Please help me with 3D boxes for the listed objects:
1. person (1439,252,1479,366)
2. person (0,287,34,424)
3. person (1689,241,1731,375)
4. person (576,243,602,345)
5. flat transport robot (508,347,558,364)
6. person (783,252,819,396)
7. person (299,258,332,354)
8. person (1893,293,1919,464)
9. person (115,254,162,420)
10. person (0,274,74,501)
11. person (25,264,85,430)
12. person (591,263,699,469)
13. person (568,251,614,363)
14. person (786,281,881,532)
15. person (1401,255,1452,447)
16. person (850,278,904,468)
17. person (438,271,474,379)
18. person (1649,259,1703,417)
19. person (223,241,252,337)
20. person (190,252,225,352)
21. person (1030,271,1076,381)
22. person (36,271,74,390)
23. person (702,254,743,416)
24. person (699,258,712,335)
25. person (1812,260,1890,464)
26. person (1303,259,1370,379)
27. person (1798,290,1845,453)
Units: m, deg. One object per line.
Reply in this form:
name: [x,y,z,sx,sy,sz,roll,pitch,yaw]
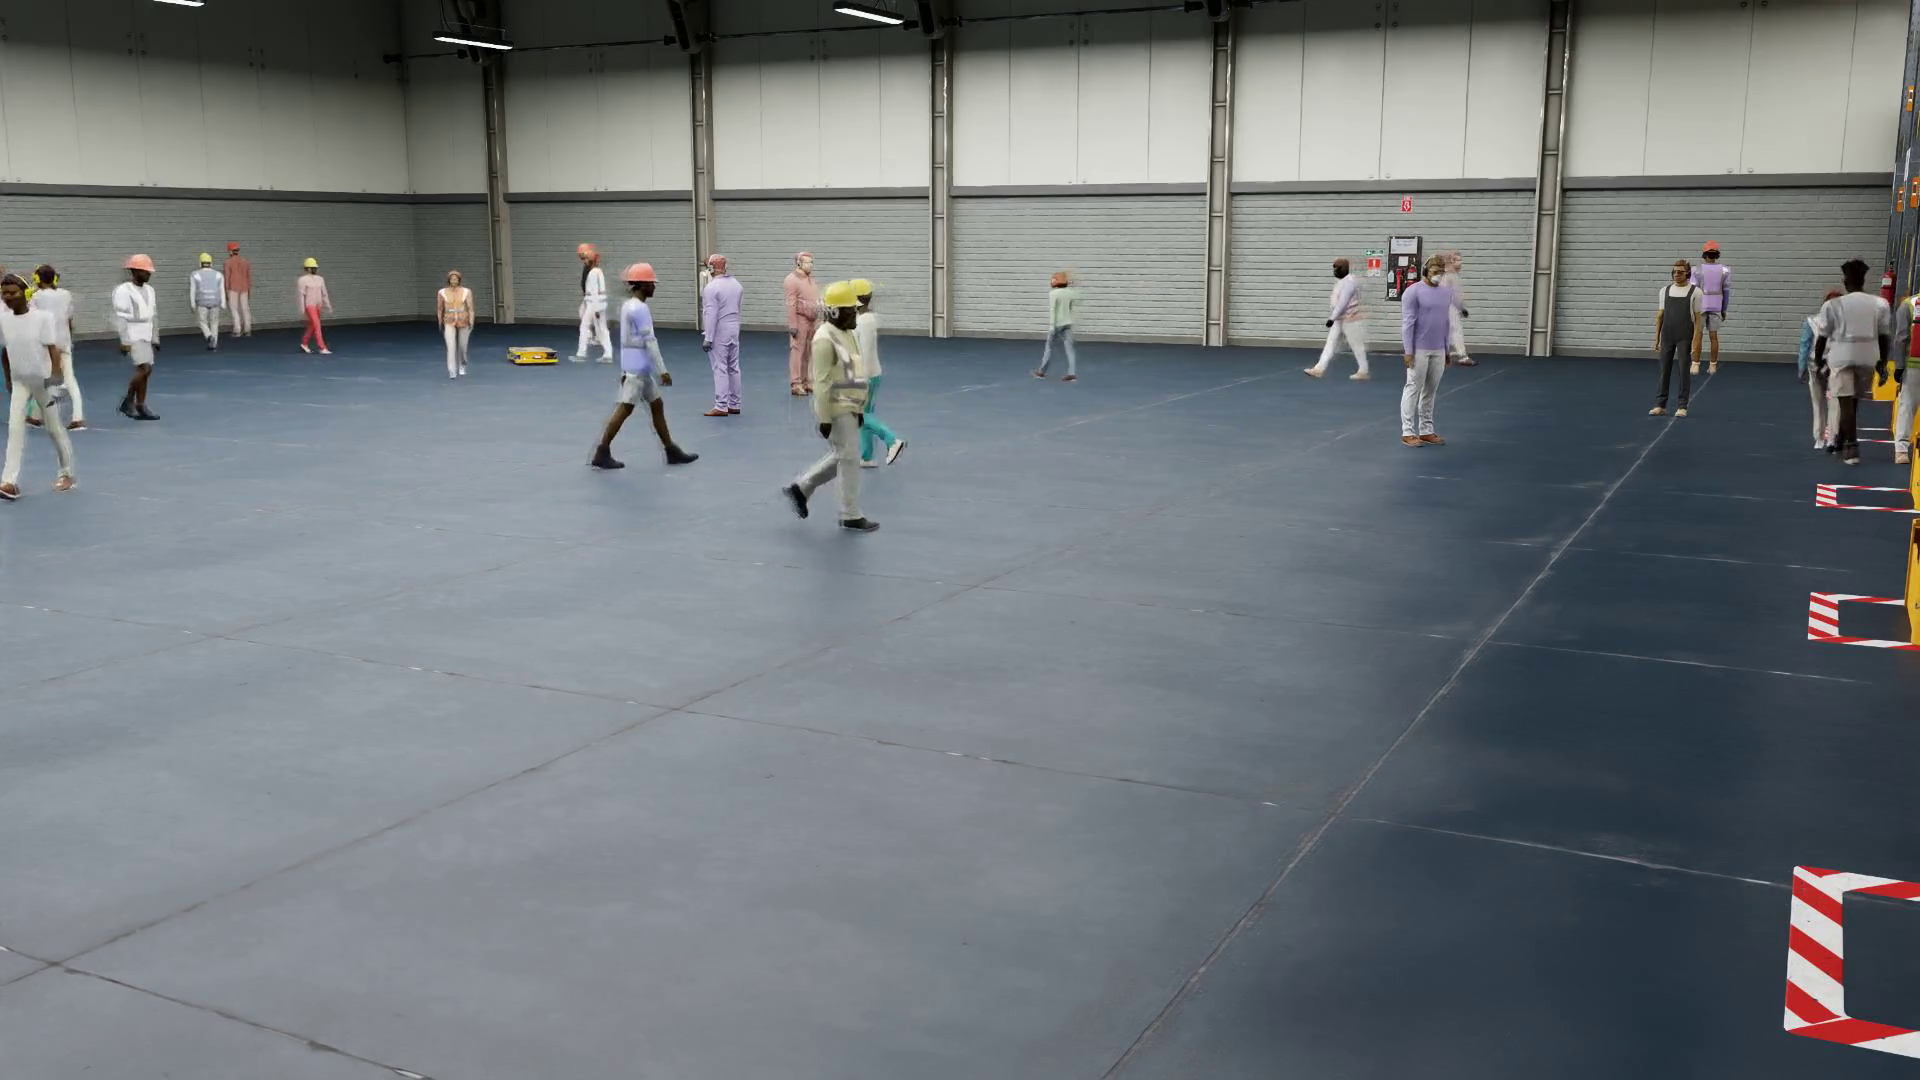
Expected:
person: [8.074,-3.806,27.399,0.983,1.866,0.649,5,12,27]
person: [-10.883,-2.184,18.680,0.883,1.799,0.591,-4,11,-21]
person: [11.436,-3.550,25.484,0.615,2.042,0.374,1,10,3]
person: [-7.223,-4.750,32.219,0.634,1.965,0.612,-4,11,-19]
flat transport robot: [-7.170,-3.100,27.866,0.652,0.197,1.431,-4,11,-21]
person: [-2.083,-2.891,22.259,0.411,1.911,0.643,5,11,24]
person: [-11.679,-4.214,29.965,0.871,1.731,0.527,5,11,25]
person: [9.036,-1.617,15.492,0.636,1.842,0.429,1,10,8]
person: [-9.396,-2.319,19.119,0.440,1.915,0.540,1,10,7]
person: [-7.569,-1.244,13.548,0.537,1.816,0.992,-1,10,-4]
person: [-9.981,-2.110,18.274,0.998,1.808,0.502,7,12,33]
person: [-2.951,-1.589,15.257,1.014,1.889,0.554,-4,11,-19]
person: [-6.233,-3.896,27.897,0.859,1.850,0.584,1,10,7]
person: [-0.929,-0.967,12.038,0.699,1.809,0.600,2,11,13]
person: [4.731,-1.910,16.845,0.627,1.933,0.371,-6,12,-29]
person: [-0.824,-1.499,15.112,0.481,1.754,0.534,0,10,-1]
person: [-7.610,-3.260,25.093,0.517,1.611,0.765,-4,11,-20]
person: [8.436,-2.368,19.582,0.509,1.846,0.342,9,14,41]
person: [-15.188,-5.261,34.948,0.394,1.992,0.617,7,12,33]
person: [-13.710,-4.329,30.343,0.609,1.812,0.470,-8,13,-37]
person: [1.412,-3.146,24.500,0.523,1.596,0.825,-9,14,-41]
person: [-12.460,-2.887,22.832,0.552,1.677,0.565,0,10,2]
person: [-2.837,-2.413,19.672,0.404,1.903,0.636,5,12,27]
person: [-5.376,-5.233,35.761,0.522,1.640,0.306,-9,14,-41]
person: [8.403,-1.683,15.698,0.623,1.898,1.050,2,11,8]
person: [5.647,-3.252,24.600,0.981,1.783,0.613,-1,10,-5]
person: [8.525,-1.649,16.336,0.532,1.588,0.871,6,12,28]
